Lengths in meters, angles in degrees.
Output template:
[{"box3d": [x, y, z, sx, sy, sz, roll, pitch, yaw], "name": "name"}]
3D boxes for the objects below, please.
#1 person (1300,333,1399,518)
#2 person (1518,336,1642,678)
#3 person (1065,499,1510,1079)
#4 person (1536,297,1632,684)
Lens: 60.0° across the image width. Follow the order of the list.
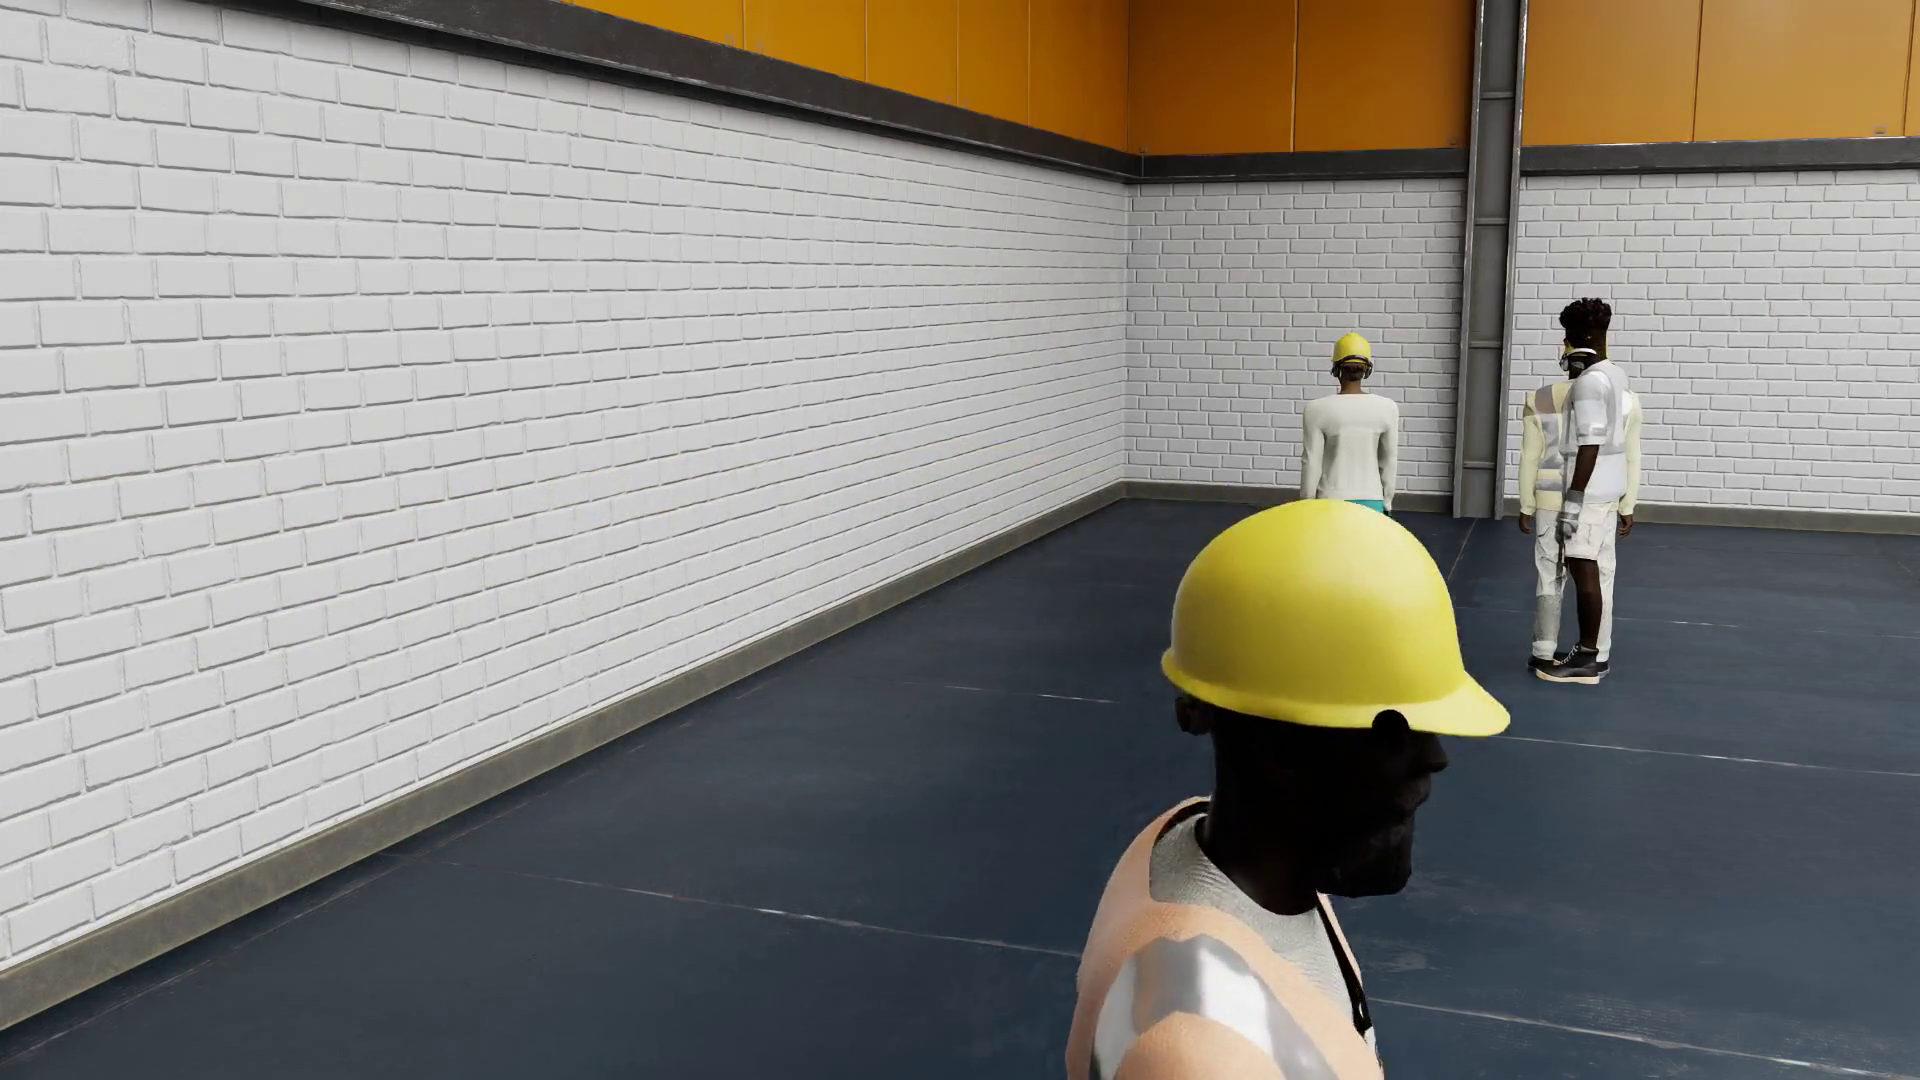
[{"box3d": [2.042, -0.202, 8.789, 0.529, 1.768, 0.312, -1, 9, -7], "name": "person"}, {"box3d": [3.173, -0.199, 8.557, 0.594, 1.832, 0.404, 2, 9, 13], "name": "person"}, {"box3d": [0.250, 0.886, 1.617, 0.976, 1.886, 0.605, 1, 9, 6], "name": "person"}, {"box3d": [3.187, -0.249, 8.476, 0.381, 1.958, 0.602, 6, 11, 33], "name": "person"}]
